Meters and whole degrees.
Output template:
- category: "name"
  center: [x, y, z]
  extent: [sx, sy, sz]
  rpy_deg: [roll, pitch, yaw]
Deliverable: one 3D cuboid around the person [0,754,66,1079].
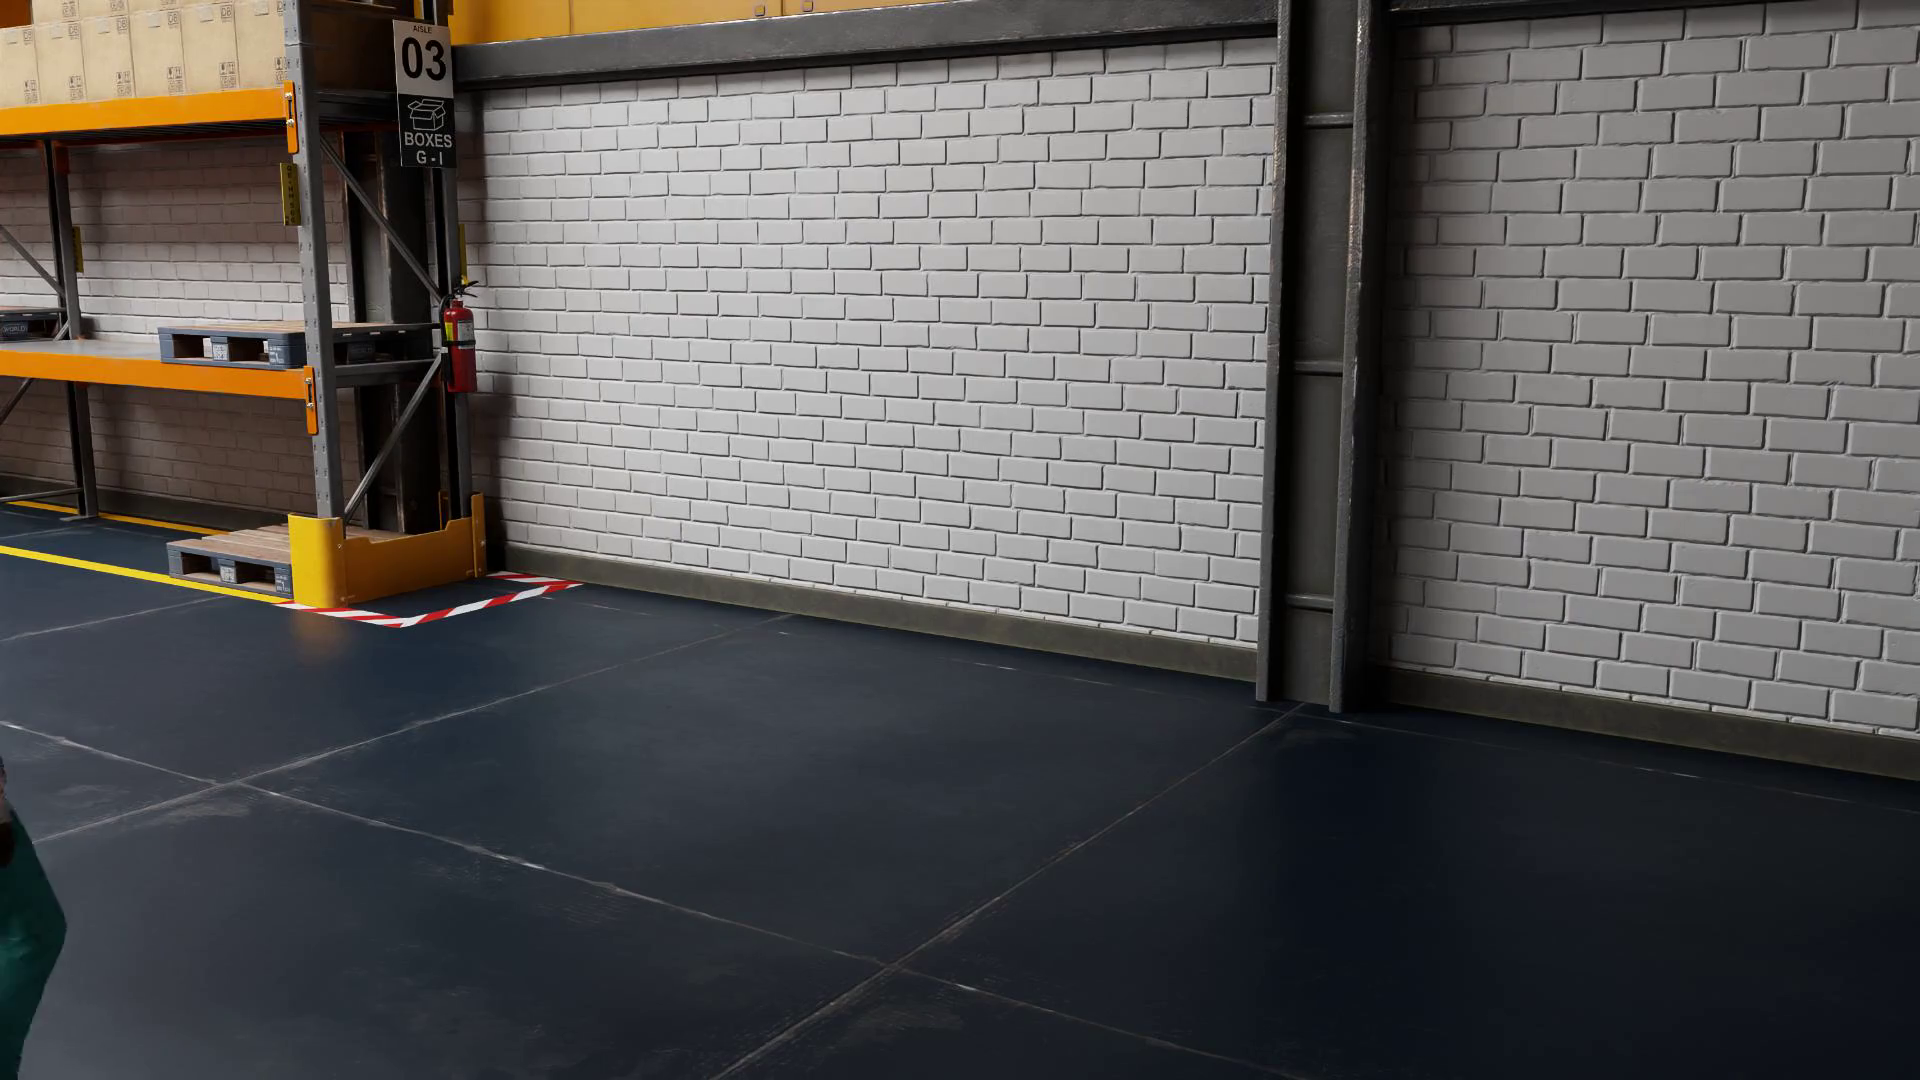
- category: "person"
  center: [-2.215, 0.543, 3.538]
  extent: [0.607, 1.734, 0.379]
  rpy_deg: [7, 12, 32]
